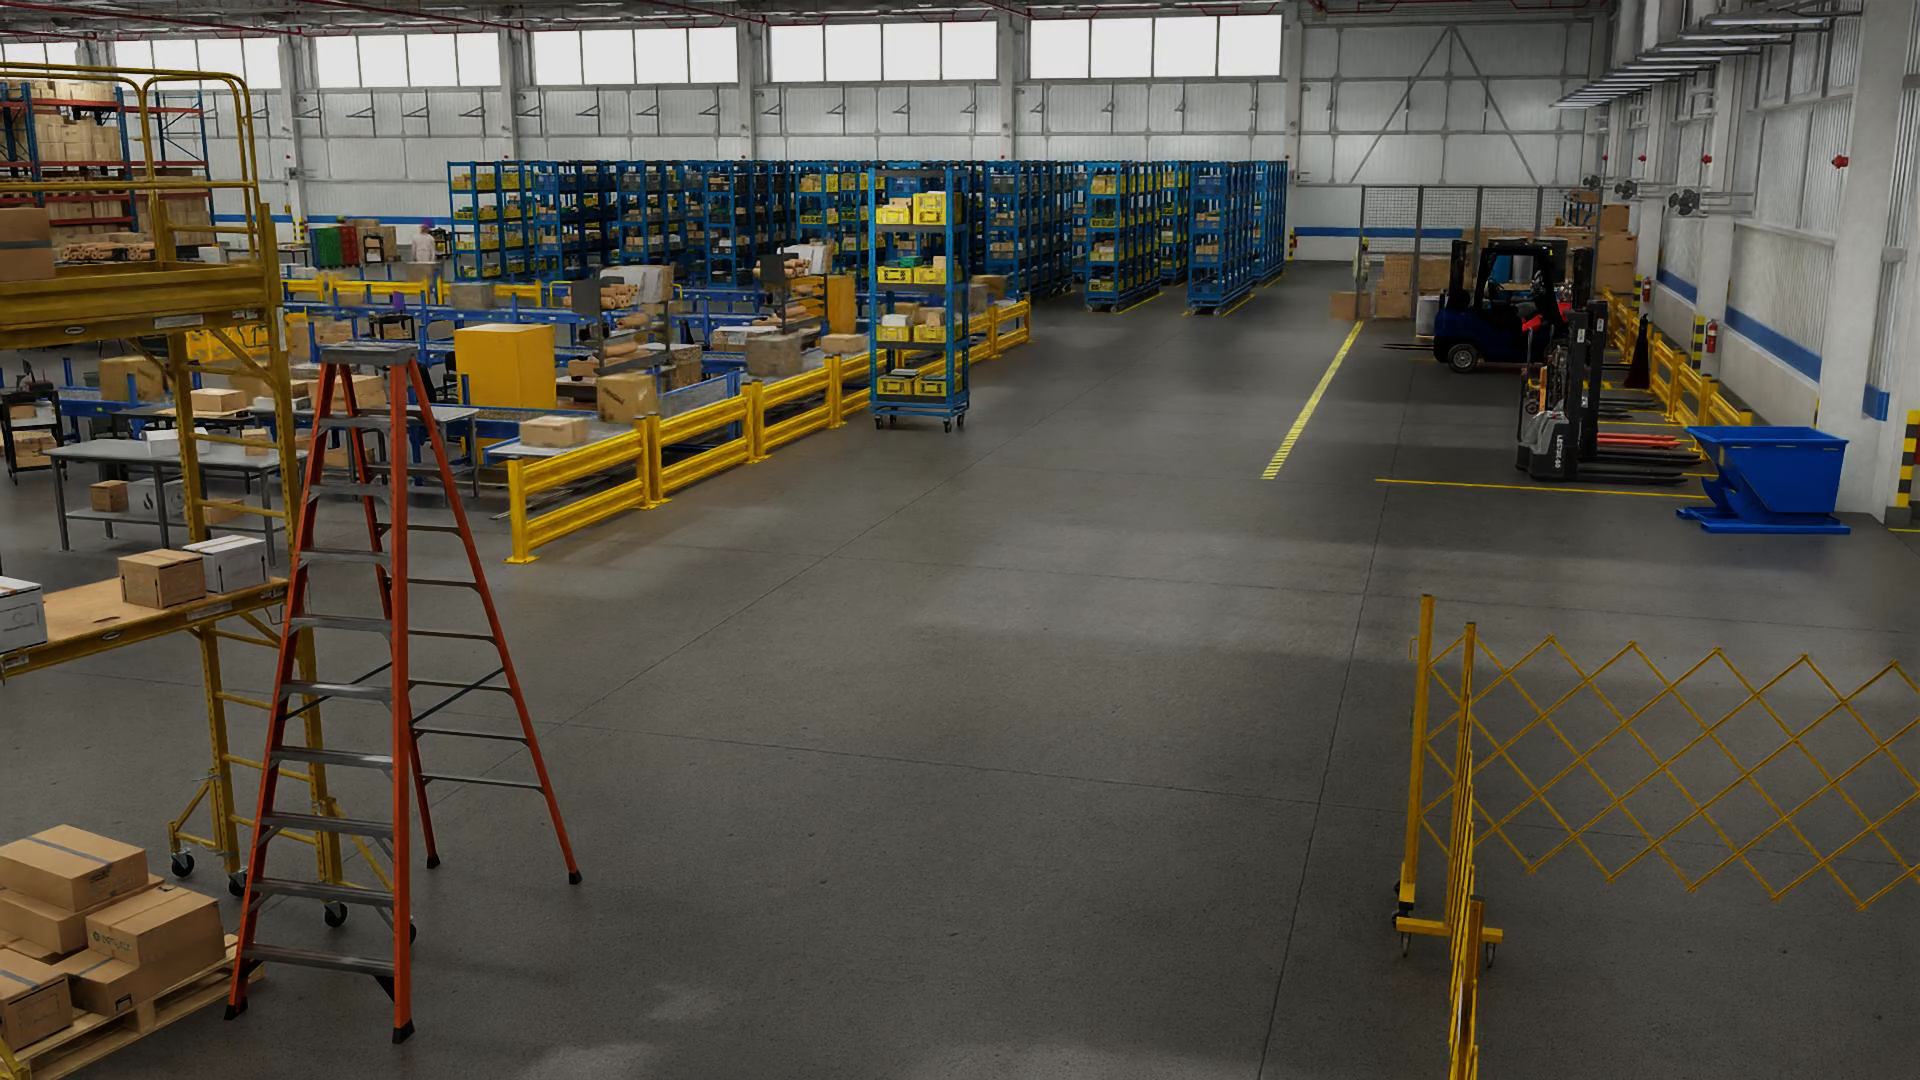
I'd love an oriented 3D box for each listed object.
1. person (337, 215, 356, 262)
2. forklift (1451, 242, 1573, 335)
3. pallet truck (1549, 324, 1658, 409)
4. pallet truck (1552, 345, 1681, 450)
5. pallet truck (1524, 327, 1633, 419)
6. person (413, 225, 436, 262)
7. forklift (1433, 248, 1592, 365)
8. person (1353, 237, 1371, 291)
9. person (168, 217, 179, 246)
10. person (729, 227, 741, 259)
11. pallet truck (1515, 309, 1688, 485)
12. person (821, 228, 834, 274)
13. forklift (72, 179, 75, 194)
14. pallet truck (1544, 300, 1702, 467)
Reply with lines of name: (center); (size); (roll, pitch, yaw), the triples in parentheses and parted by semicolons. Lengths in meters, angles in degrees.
person: (-21.471, -10.473, 58.053); (0.782, 1.716, 0.486); (4, 14, 16)
forklift: (10.464, -4.597, 31.405); (2.680, 1.987, 1.157); (4, 14, 16)
pallet truck: (9.824, -2.669, 25.407); (1.601, 1.201, 0.680); (4, 14, 16)
pallet truck: (8.641, -1.896, 21.908); (1.630, 1.274, 0.653); (4, 14, 16)
pallet truck: (9.065, -2.460, 24.370); (1.522, 1.261, 0.704); (3, 13, 14)
person: (-14.939, -7.850, 46.441); (0.661, 1.837, 1.038); (-1, 13, -6)
forklift: (9.780, -4.111, 29.280); (2.680, 1.987, 1.157); (3, 13, 14)
person: (9.766, -6.449, 40.451); (0.404, 1.824, 0.586); (9, 16, 34)
person: (-24.487, -9.059, 51.435); (0.614, 1.946, 0.389); (-6, 14, -23)
person: (-7.098, -9.184, 51.950); (0.595, 2.002, 0.624); (13, 18, 43)
pallet truck: (7.554, -1.677, 19.446); (1.885, 1.965, 0.823); (3, 13, 14)
person: (-3.878, -8.610, 49.786); (0.842, 1.810, 0.574); (4, 14, 16)
forklift: (-35.015, -13.065, 66.709); (1.873, 2.768, 1.129); (4, 14, 16)
pallet truck: (8.263, -1.952, 20.631); (1.885, 1.965, 0.823); (5, 14, 20)
